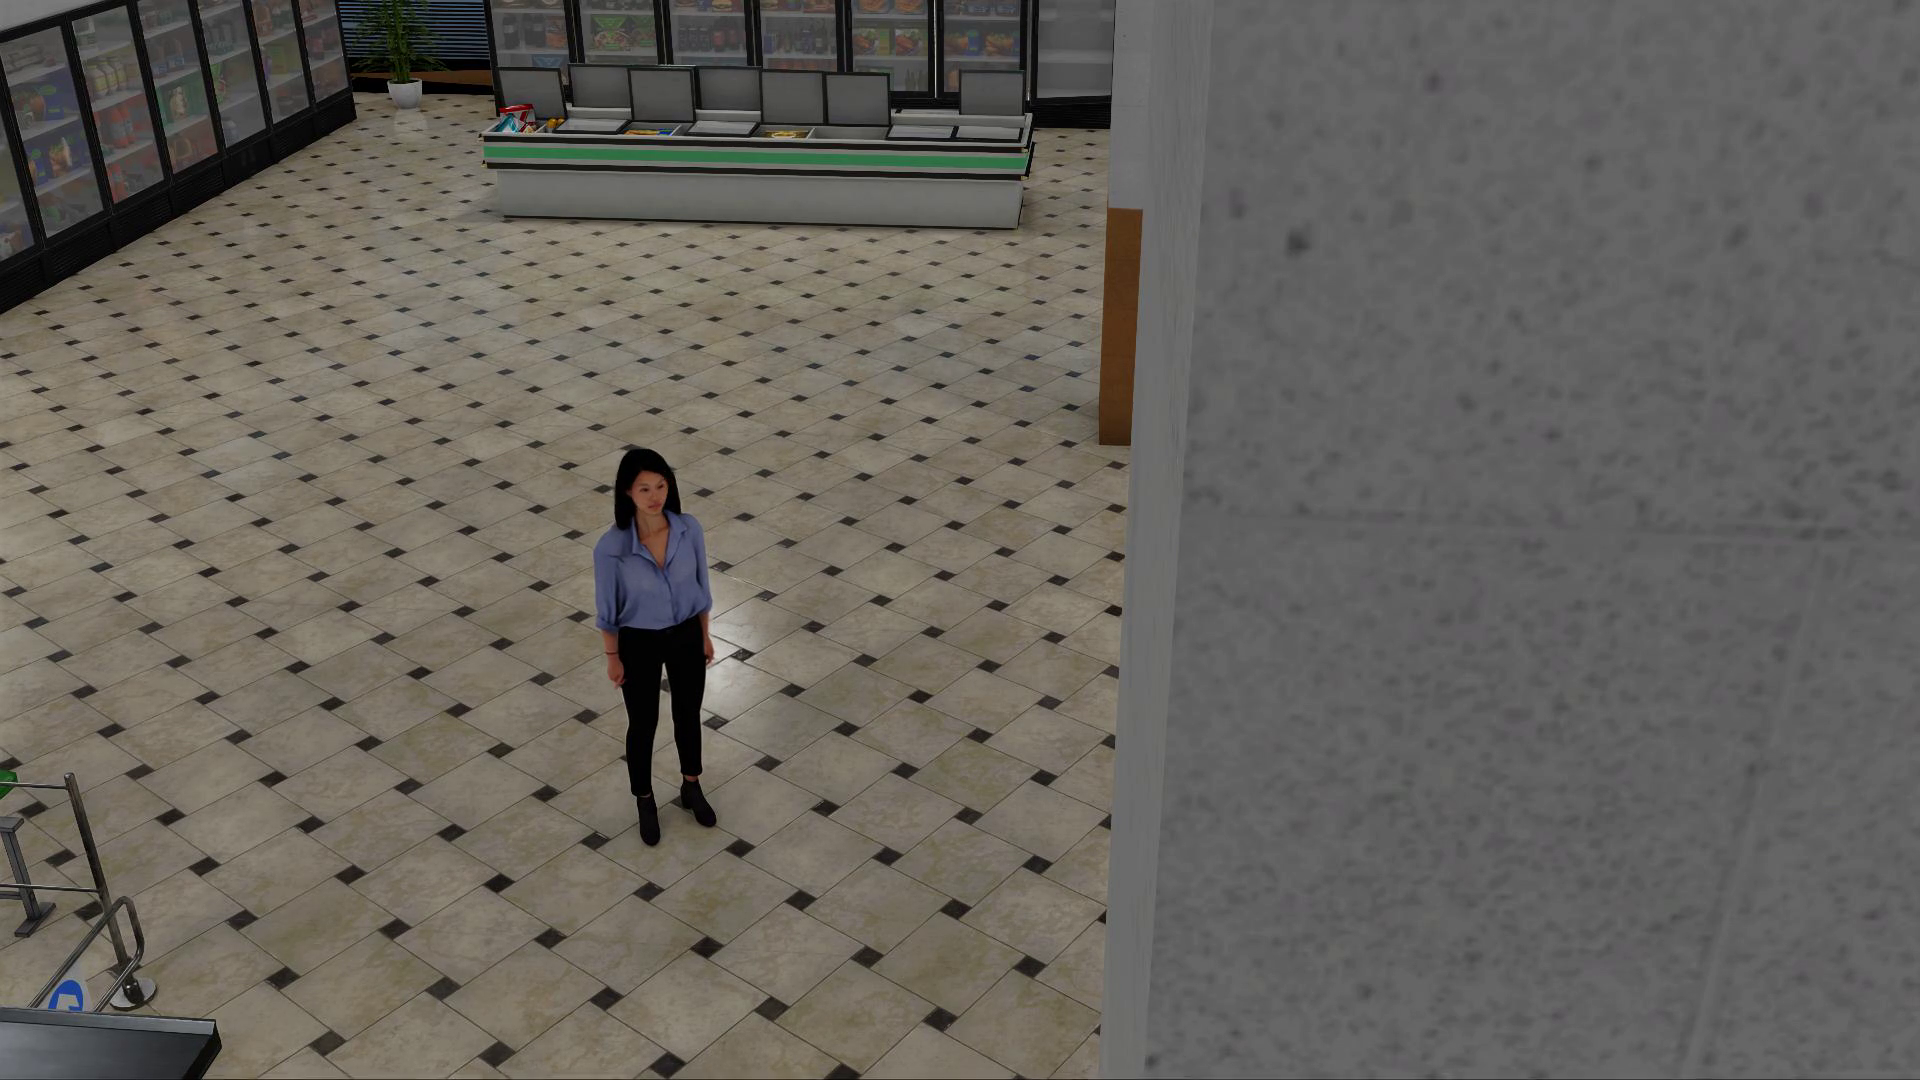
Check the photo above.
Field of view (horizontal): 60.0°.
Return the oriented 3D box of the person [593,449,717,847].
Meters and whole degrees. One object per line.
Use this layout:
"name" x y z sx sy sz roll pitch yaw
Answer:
"person" -1.218 0.436 6.772 0.695 1.745 0.799 -14 30 -26
